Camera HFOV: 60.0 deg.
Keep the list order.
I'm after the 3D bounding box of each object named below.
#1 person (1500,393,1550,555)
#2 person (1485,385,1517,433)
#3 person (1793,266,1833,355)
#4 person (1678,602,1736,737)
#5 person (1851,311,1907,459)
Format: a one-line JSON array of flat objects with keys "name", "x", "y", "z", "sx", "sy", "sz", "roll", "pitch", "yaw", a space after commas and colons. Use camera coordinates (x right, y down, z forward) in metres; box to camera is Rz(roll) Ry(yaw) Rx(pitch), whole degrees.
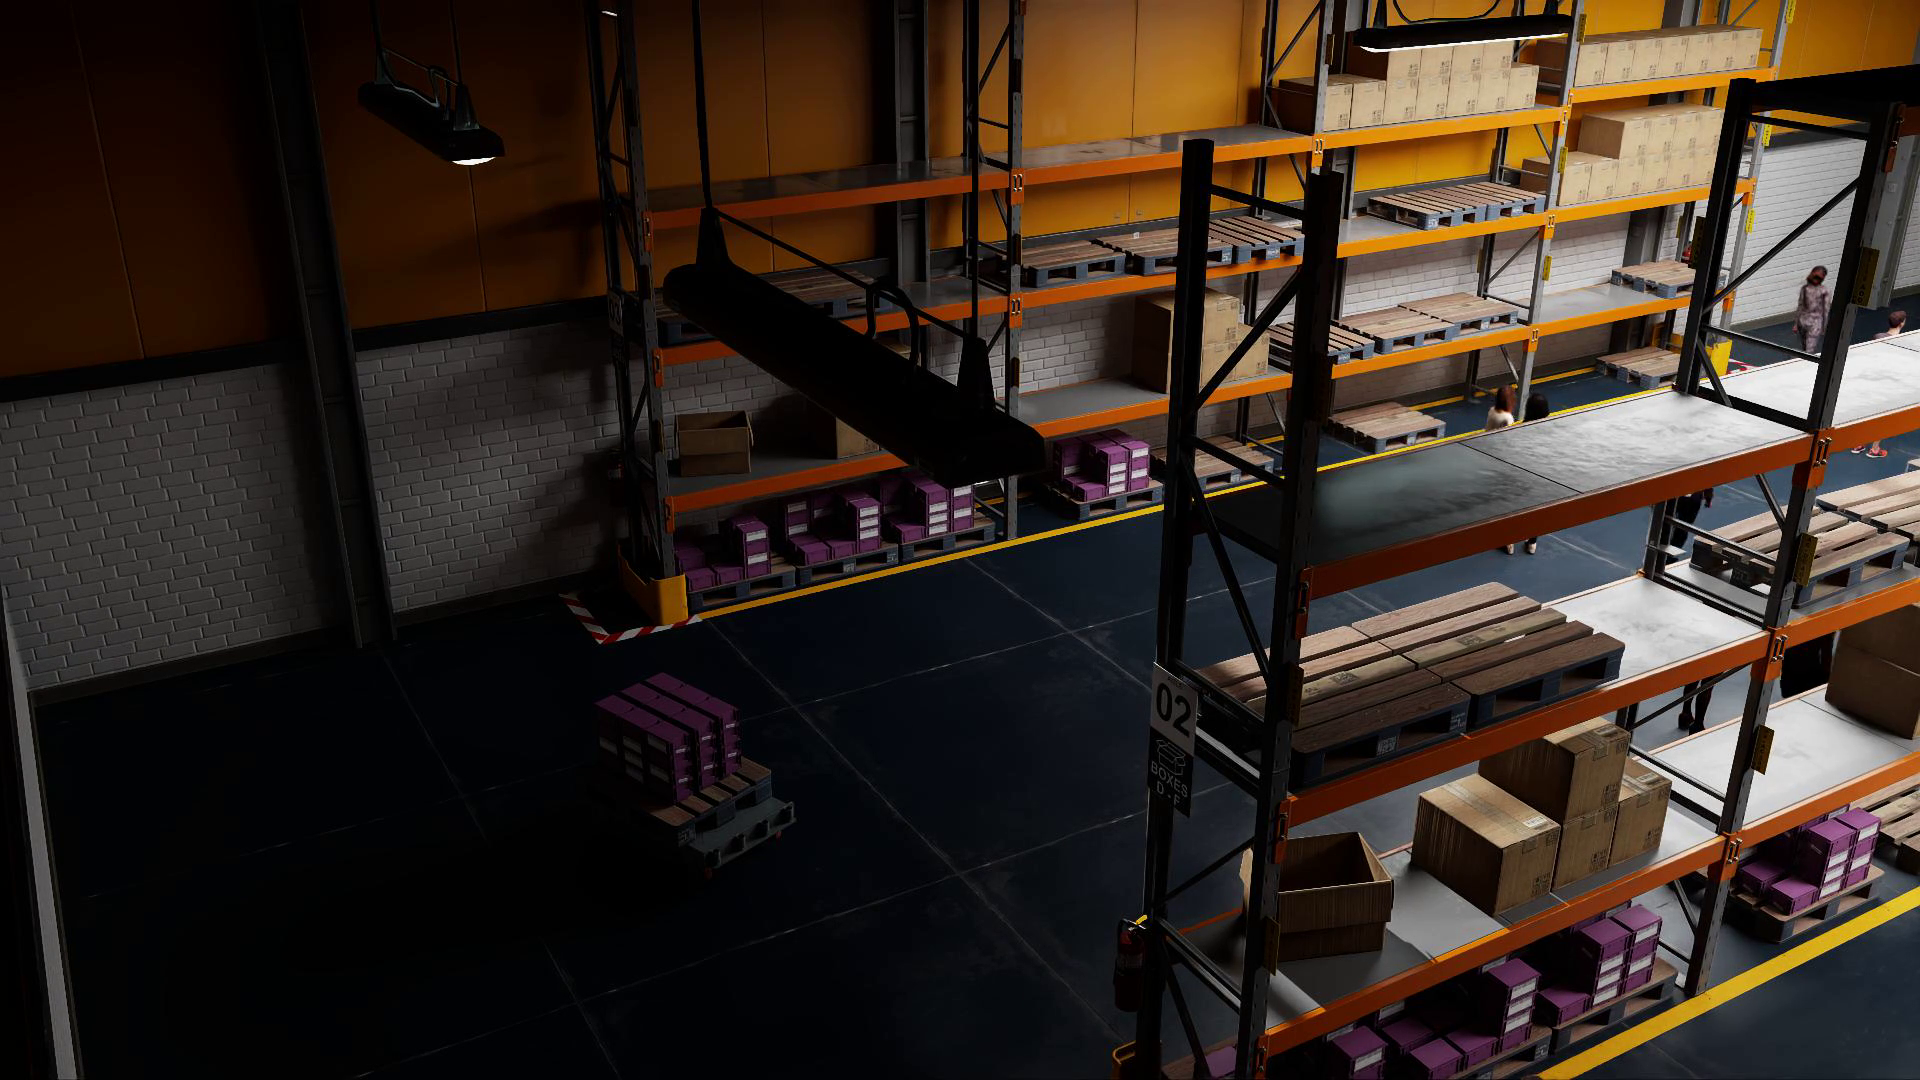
[{"name": "person", "x": 6.121, "y": -0.711, "z": 17.914, "sx": 0.703, "sy": 1.805, "sz": 0.802, "roll": 0, "pitch": 24, "yaw": 0}, {"name": "person", "x": 5.896, "y": -0.912, "z": 18.578, "sx": 1.100, "sy": 1.642, "sz": 0.752, "roll": -8, "pitch": 25, "yaw": -18}, {"name": "person", "x": 11.835, "y": -2.962, "z": 23.211, "sx": 1.111, "sy": 1.687, "sz": 0.644, "roll": -16, "pitch": 29, "yaw": -33}, {"name": "person", "x": 6.470, "y": 0.913, "z": 14.345, "sx": 0.641, "sy": 1.687, "sz": 0.633, "roll": -1, "pitch": 24, "yaw": -3}, {"name": "person", "x": 11.465, "y": -1.946, "z": 20.681, "sx": 0.550, "sy": 1.851, "sz": 0.669, "roll": -15, "pitch": 28, "yaw": -31}]
